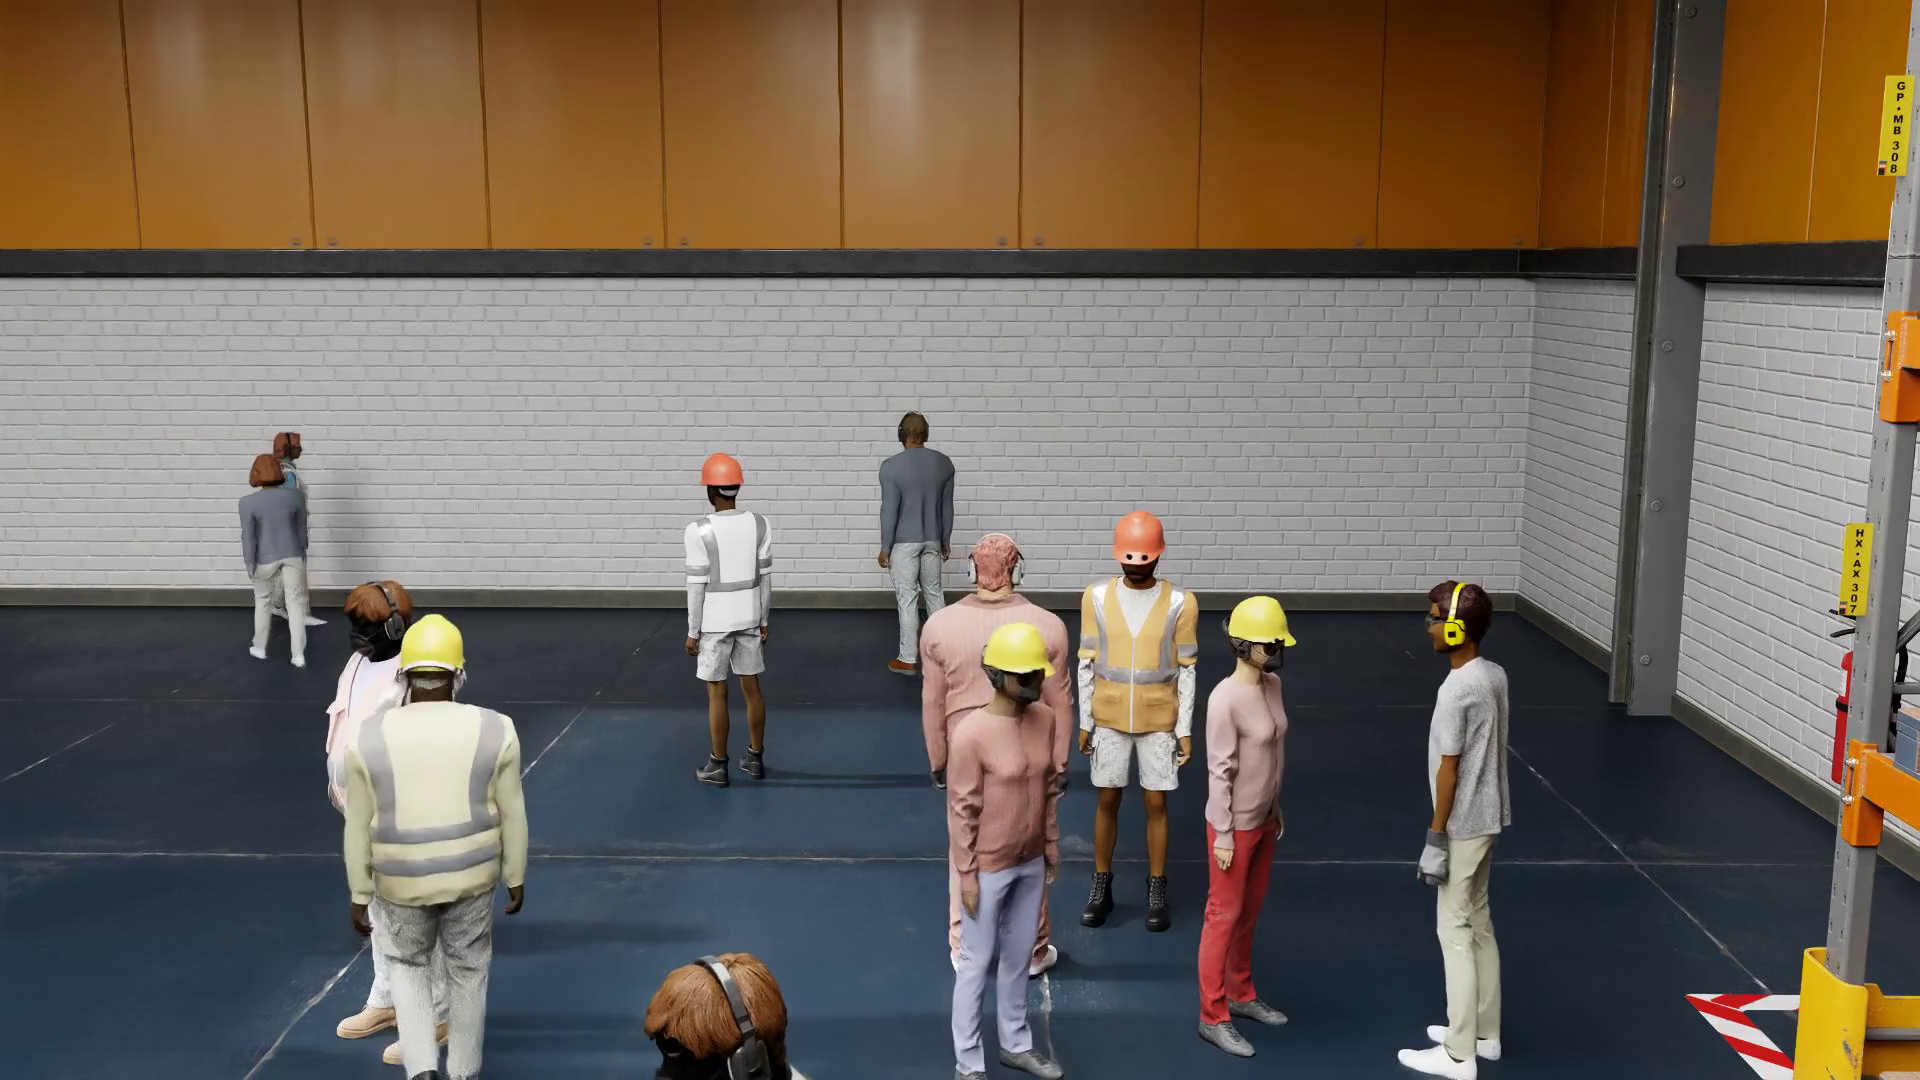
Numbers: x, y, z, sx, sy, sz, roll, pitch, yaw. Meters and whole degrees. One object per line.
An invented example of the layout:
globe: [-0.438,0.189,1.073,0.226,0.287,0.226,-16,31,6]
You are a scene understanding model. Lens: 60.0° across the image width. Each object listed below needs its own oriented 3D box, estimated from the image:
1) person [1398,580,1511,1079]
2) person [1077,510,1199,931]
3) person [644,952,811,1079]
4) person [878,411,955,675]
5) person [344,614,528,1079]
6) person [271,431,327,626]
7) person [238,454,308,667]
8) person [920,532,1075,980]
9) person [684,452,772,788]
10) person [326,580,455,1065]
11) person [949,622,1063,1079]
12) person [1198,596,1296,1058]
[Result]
person: [1.868,1.075,6.202,0.340,1.860,0.500,7,12,35]
person: [0.793,0.815,7.529,0.543,1.928,0.370,2,10,12]
person: [-0.381,1.620,3.016,0.430,1.834,0.634,-8,12,-39]
person: [-0.324,0.024,12.235,0.635,1.937,0.353,-6,11,-34]
person: [-1.810,1.160,5.792,0.612,1.812,0.443,-3,10,-17]
person: [-5.550,-0.089,13.827,0.373,1.638,0.533,-4,10,-25]
person: [-5.167,0.143,12.547,0.503,1.598,0.741,-7,12,-35]
person: [0.160,0.927,7.007,0.647,1.919,0.444,1,10,8]
person: [-1.345,0.461,9.614,0.545,1.941,0.351,-7,12,-36]
person: [-2.172,1.057,6.347,0.626,1.842,0.429,8,13,41]
person: [0.181,1.154,5.992,0.526,1.765,0.329,-9,13,-44]
person: [1.121,1.082,6.416,0.317,1.766,0.533,6,11,34]
